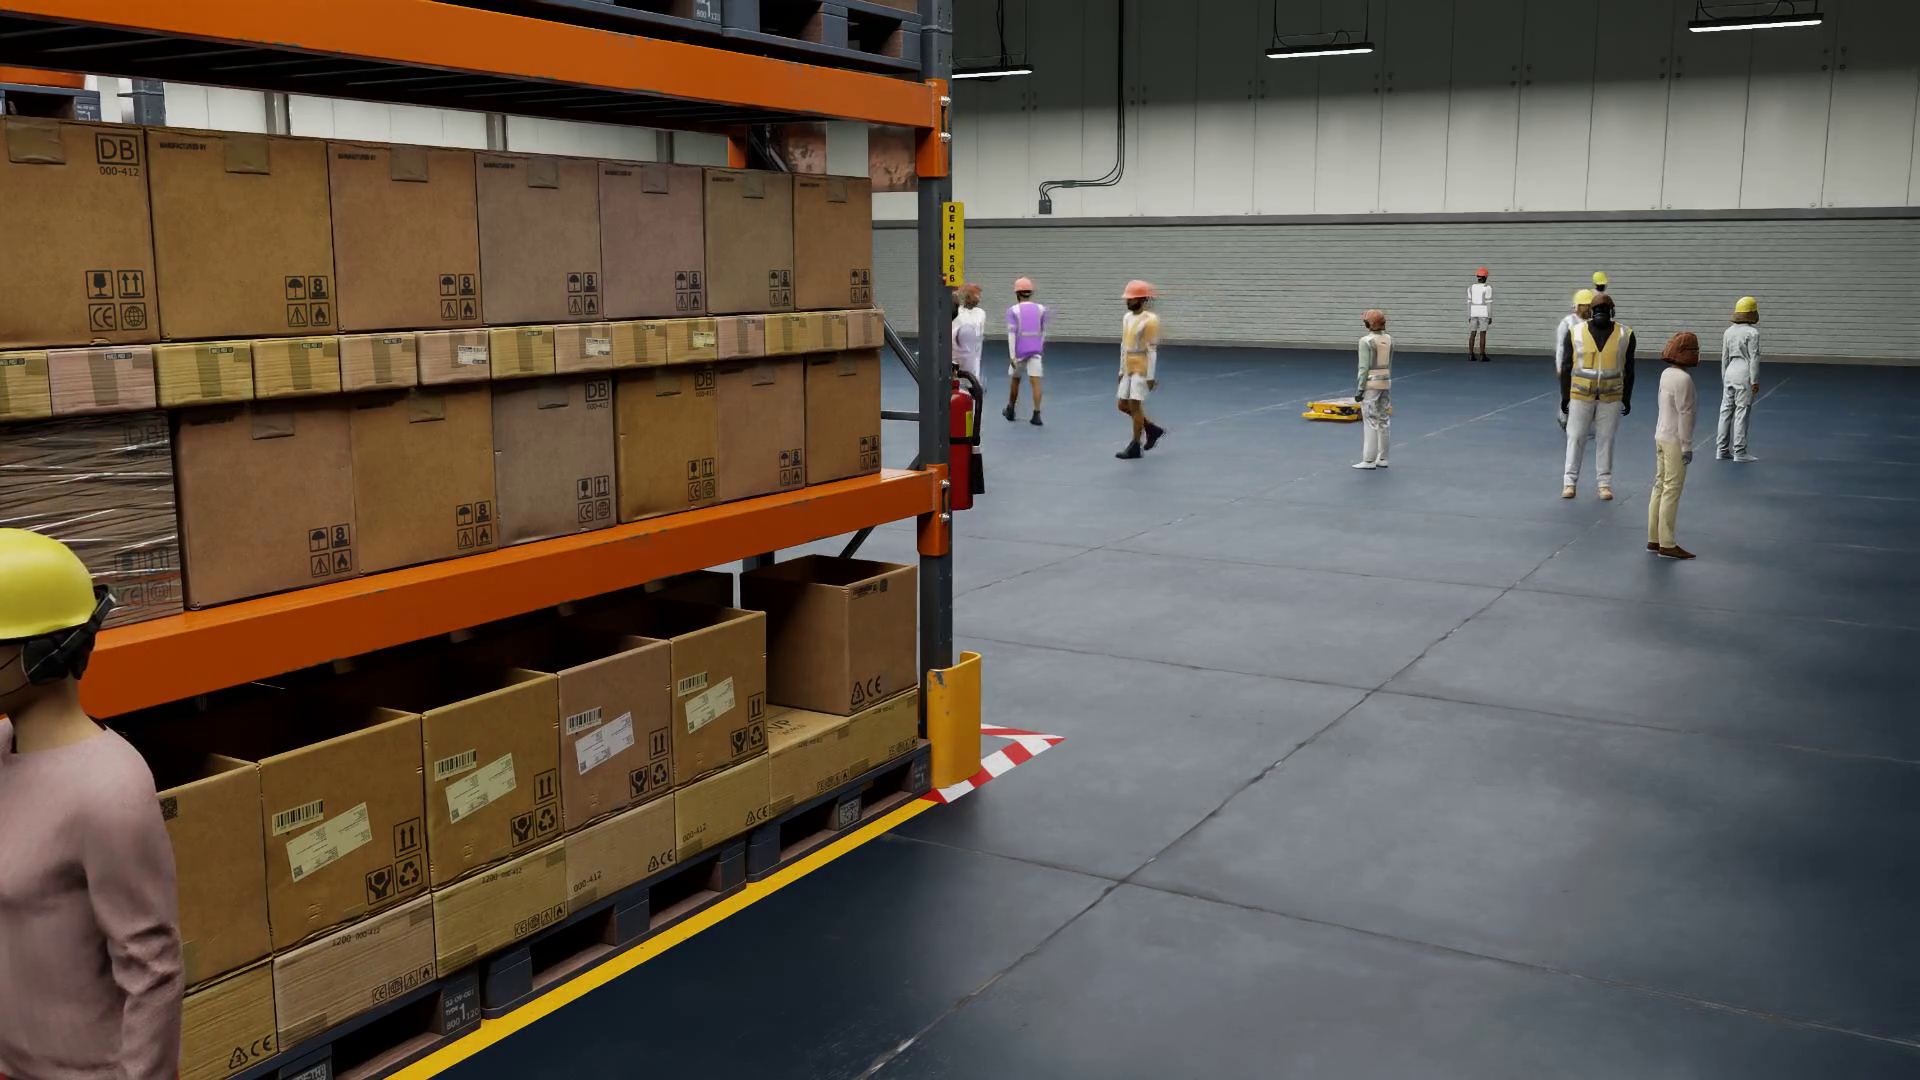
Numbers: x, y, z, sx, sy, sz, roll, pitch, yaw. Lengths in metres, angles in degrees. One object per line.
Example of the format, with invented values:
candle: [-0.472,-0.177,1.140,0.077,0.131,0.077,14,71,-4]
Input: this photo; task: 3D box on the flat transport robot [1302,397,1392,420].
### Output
flat transport robot: [5.229,-1.777,22.412,0.652,0.197,1.431,7,12,37]

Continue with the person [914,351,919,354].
person: [-0.622,-5.089,37.085,0.924,1.898,0.596,-6,12,-32]

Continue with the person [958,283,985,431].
person: [0.022,-2.327,21.058,0.581,1.847,0.919,-6,11,-31]

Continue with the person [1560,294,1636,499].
person: [5.707,-1.280,14.916,0.625,1.843,0.430,3,10,17]

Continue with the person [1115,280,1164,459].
person: [1.949,-1.833,17.914,0.550,1.923,0.568,-5,11,-26]

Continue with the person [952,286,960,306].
person: [-0.207,-4.776,35.704,0.838,1.732,0.524,-3,10,-19]

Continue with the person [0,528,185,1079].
person: [-1.424,0.854,2.645,0.533,1.767,0.312,8,12,38]

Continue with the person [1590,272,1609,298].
person: [11.632,-3.937,30.382,0.651,1.888,0.423,-8,12,-38]

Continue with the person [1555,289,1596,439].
person: [7.503,-2.152,20.188,0.581,1.790,0.922,-3,10,-16]

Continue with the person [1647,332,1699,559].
person: [5.191,-0.688,12.058,0.286,1.633,0.499,1,10,5]

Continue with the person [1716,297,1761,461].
person: [8.319,-1.708,17.701,0.285,1.746,0.491,-3,10,-18]

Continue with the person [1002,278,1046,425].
person: [0.843,-2.457,21.688,0.560,1.879,1.014,-3,10,-16]

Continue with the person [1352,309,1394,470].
person: [4.232,-1.534,17.003,0.514,1.636,0.315,-8,13,-39]

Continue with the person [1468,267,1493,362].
person: [10.759,-4.654,34.387,0.355,1.938,0.545,-9,13,-42]

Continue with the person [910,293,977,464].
person: [-0.192,-1.572,16.720,0.896,1.802,0.662,-5,11,-26]
